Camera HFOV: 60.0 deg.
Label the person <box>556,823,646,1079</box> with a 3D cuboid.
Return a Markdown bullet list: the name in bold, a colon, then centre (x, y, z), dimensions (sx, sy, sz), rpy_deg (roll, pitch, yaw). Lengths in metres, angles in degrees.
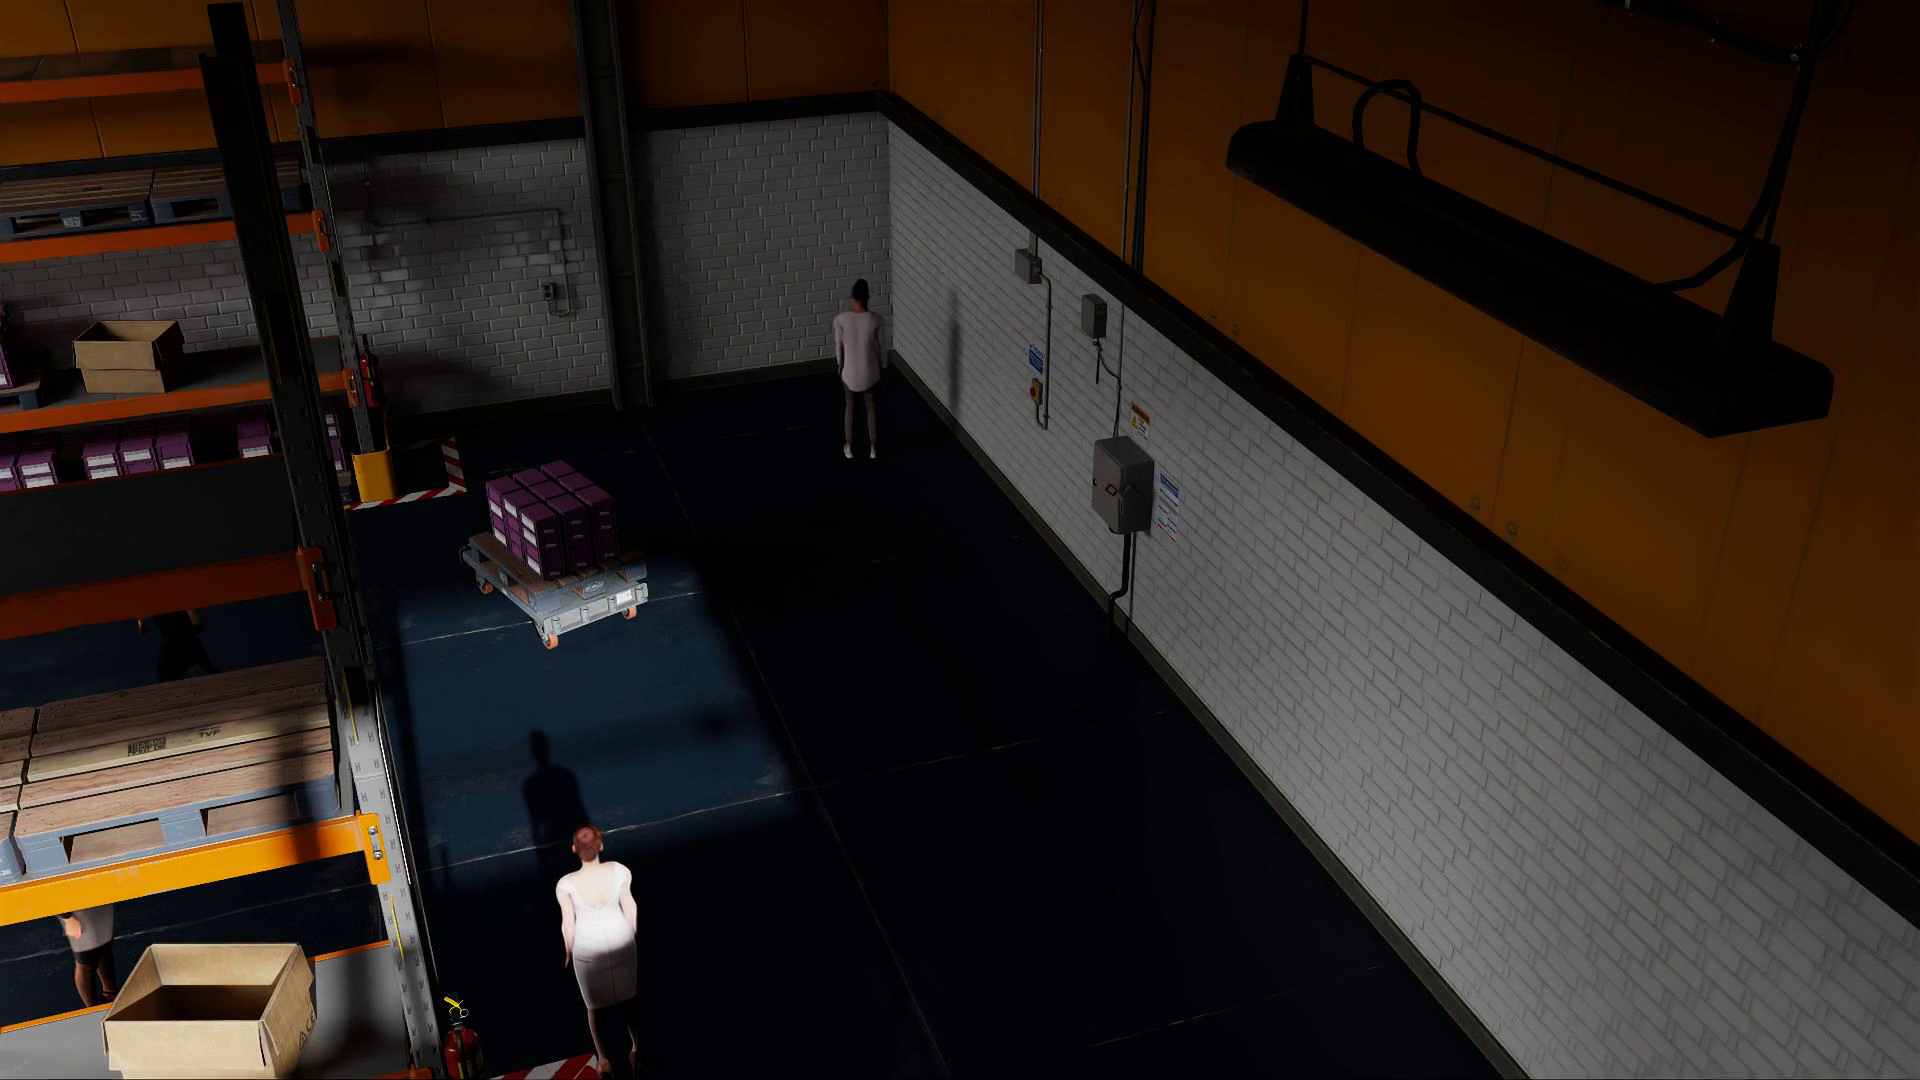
- **person**: centre (-1.957, 2.262, 9.115), dimensions (0.420, 1.793, 0.635), rpy_deg (-11, 31, -19)

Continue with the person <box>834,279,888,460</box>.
- **person**: centre (-0.961, -1.674, 16.283), dimensions (0.626, 1.839, 0.794), rpy_deg (0, 29, 0)
